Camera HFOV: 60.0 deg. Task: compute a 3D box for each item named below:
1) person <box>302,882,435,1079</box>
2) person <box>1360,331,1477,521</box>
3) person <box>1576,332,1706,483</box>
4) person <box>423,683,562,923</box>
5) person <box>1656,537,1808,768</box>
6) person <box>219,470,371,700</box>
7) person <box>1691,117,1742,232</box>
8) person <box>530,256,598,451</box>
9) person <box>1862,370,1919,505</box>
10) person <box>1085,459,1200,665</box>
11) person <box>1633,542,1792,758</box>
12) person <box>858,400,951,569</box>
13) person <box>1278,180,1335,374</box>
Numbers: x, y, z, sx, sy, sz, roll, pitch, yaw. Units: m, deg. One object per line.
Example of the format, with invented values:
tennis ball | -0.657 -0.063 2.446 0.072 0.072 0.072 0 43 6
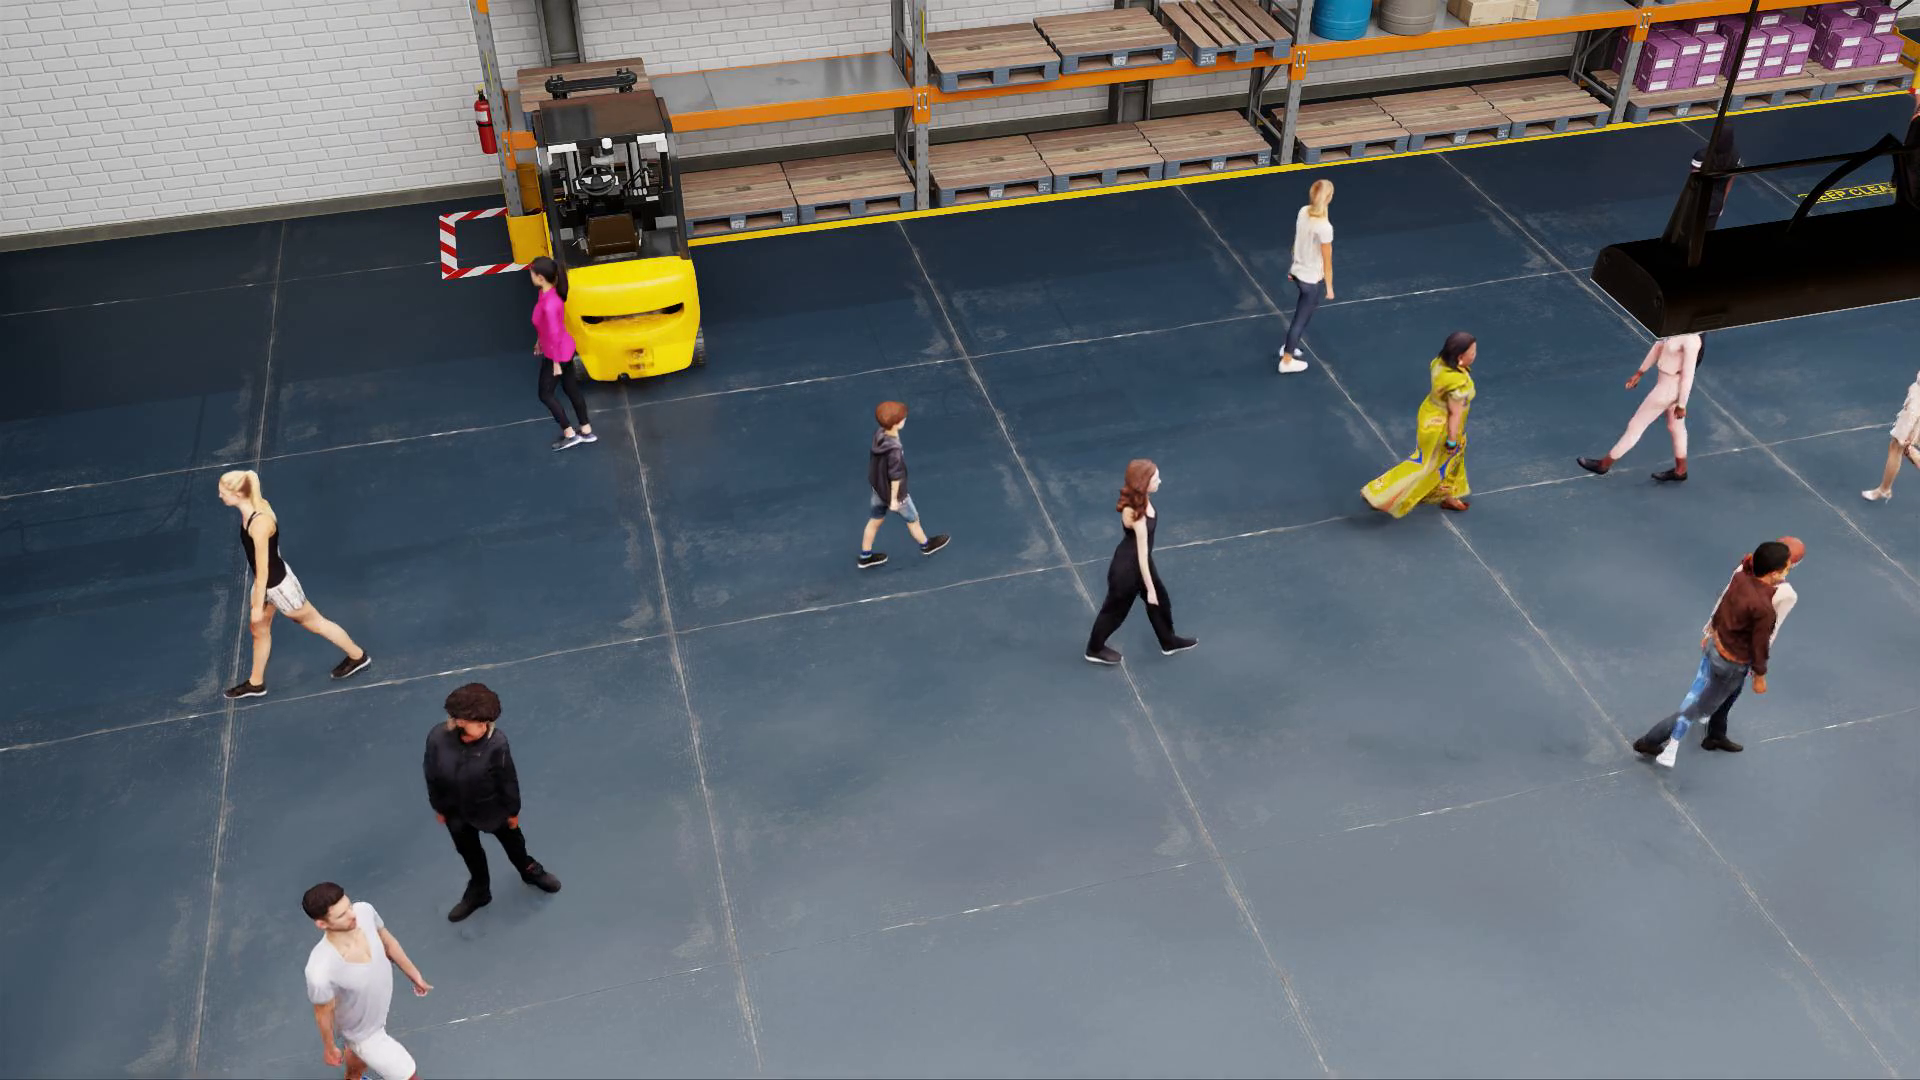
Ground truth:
person | -3.088 2.349 8.370 1.288 1.807 1.046 7 39 9
person | 3.524 -0.828 12.501 1.226 1.627 0.901 0 39 0
person | 5.576 -1.140 12.842 1.201 1.679 0.954 6 39 8
person | -2.813 1.490 9.491 0.606 1.750 0.909 6 39 8
person | 4.850 0.719 10.471 1.030 1.742 1.268 28 46 30
person | -4.411 0.280 10.974 1.245 1.790 0.819 -19 42 -22
person | 6.783 -3.046 15.186 0.540 1.732 0.692 -5 39 -6
person | -3.109 -1.491 13.288 0.664 1.681 0.622 -6 39 -7
person | 7.295 -0.873 12.481 0.915 1.712 0.874 27 46 30
person | 1.059 0.176 11.164 1.095 1.716 0.863 5 39 6
person | 4.726 0.749 10.414 1.090 1.756 0.876 1 39 2
person | -0.573 -0.360 12.079 0.981 1.411 0.683 -18 42 -21
person | 2.853 -2.193 14.062 0.577 1.800 0.605 -10 40 -12
